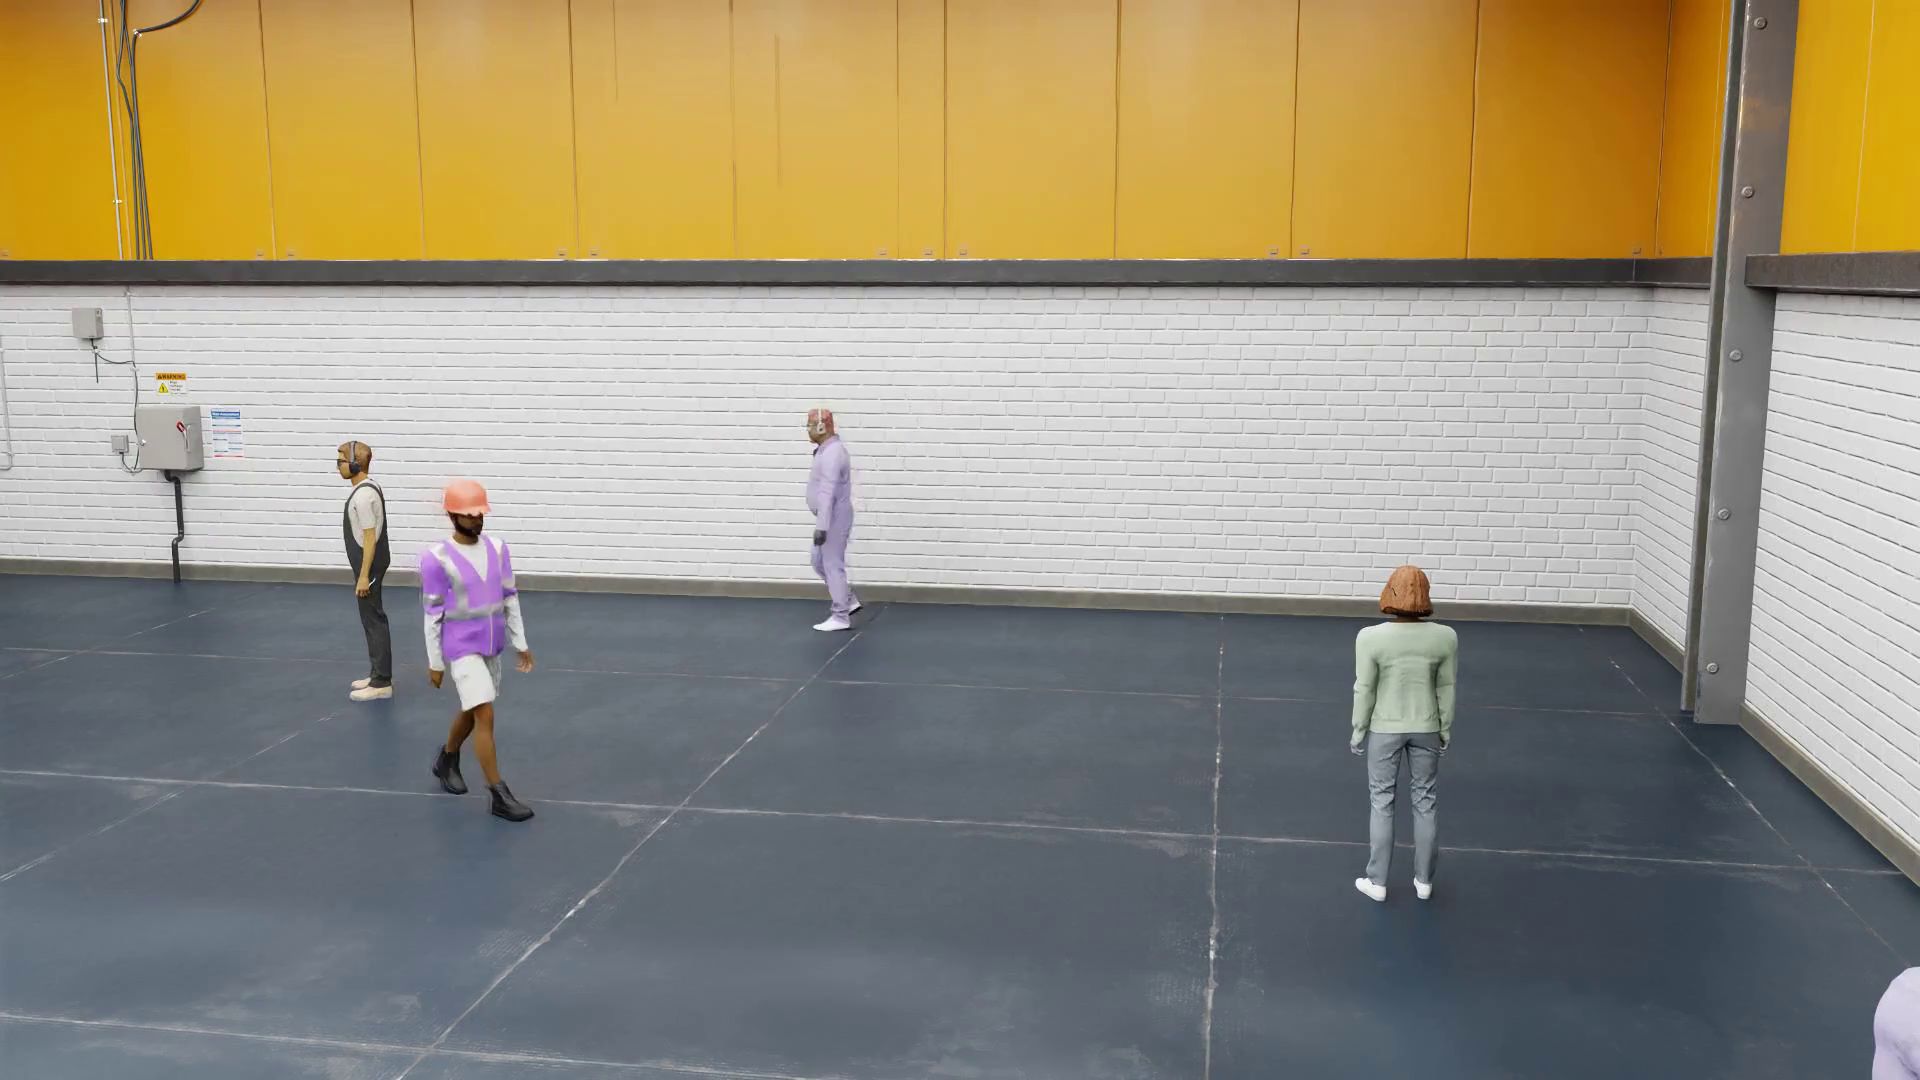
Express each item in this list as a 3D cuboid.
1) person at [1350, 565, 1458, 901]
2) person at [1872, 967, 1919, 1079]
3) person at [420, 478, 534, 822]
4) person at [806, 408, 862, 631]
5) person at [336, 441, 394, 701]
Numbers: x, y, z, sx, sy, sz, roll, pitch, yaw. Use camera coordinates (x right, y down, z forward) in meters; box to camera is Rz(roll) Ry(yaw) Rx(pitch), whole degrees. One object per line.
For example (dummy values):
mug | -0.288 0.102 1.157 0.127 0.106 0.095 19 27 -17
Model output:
person | 2.130 0.930 8.011 0.502 1.633 0.280 -1 9 -3
person | 2.166 1.531 3.368 0.630 1.940 0.372 8 12 42
person | -2.765 0.580 9.359 0.963 1.903 0.543 6 11 33
person | -1.098 -0.169 14.018 0.406 1.886 0.688 -1 9 -6
person | -4.208 0.213 11.786 0.325 1.843 0.517 -3 10 -15
